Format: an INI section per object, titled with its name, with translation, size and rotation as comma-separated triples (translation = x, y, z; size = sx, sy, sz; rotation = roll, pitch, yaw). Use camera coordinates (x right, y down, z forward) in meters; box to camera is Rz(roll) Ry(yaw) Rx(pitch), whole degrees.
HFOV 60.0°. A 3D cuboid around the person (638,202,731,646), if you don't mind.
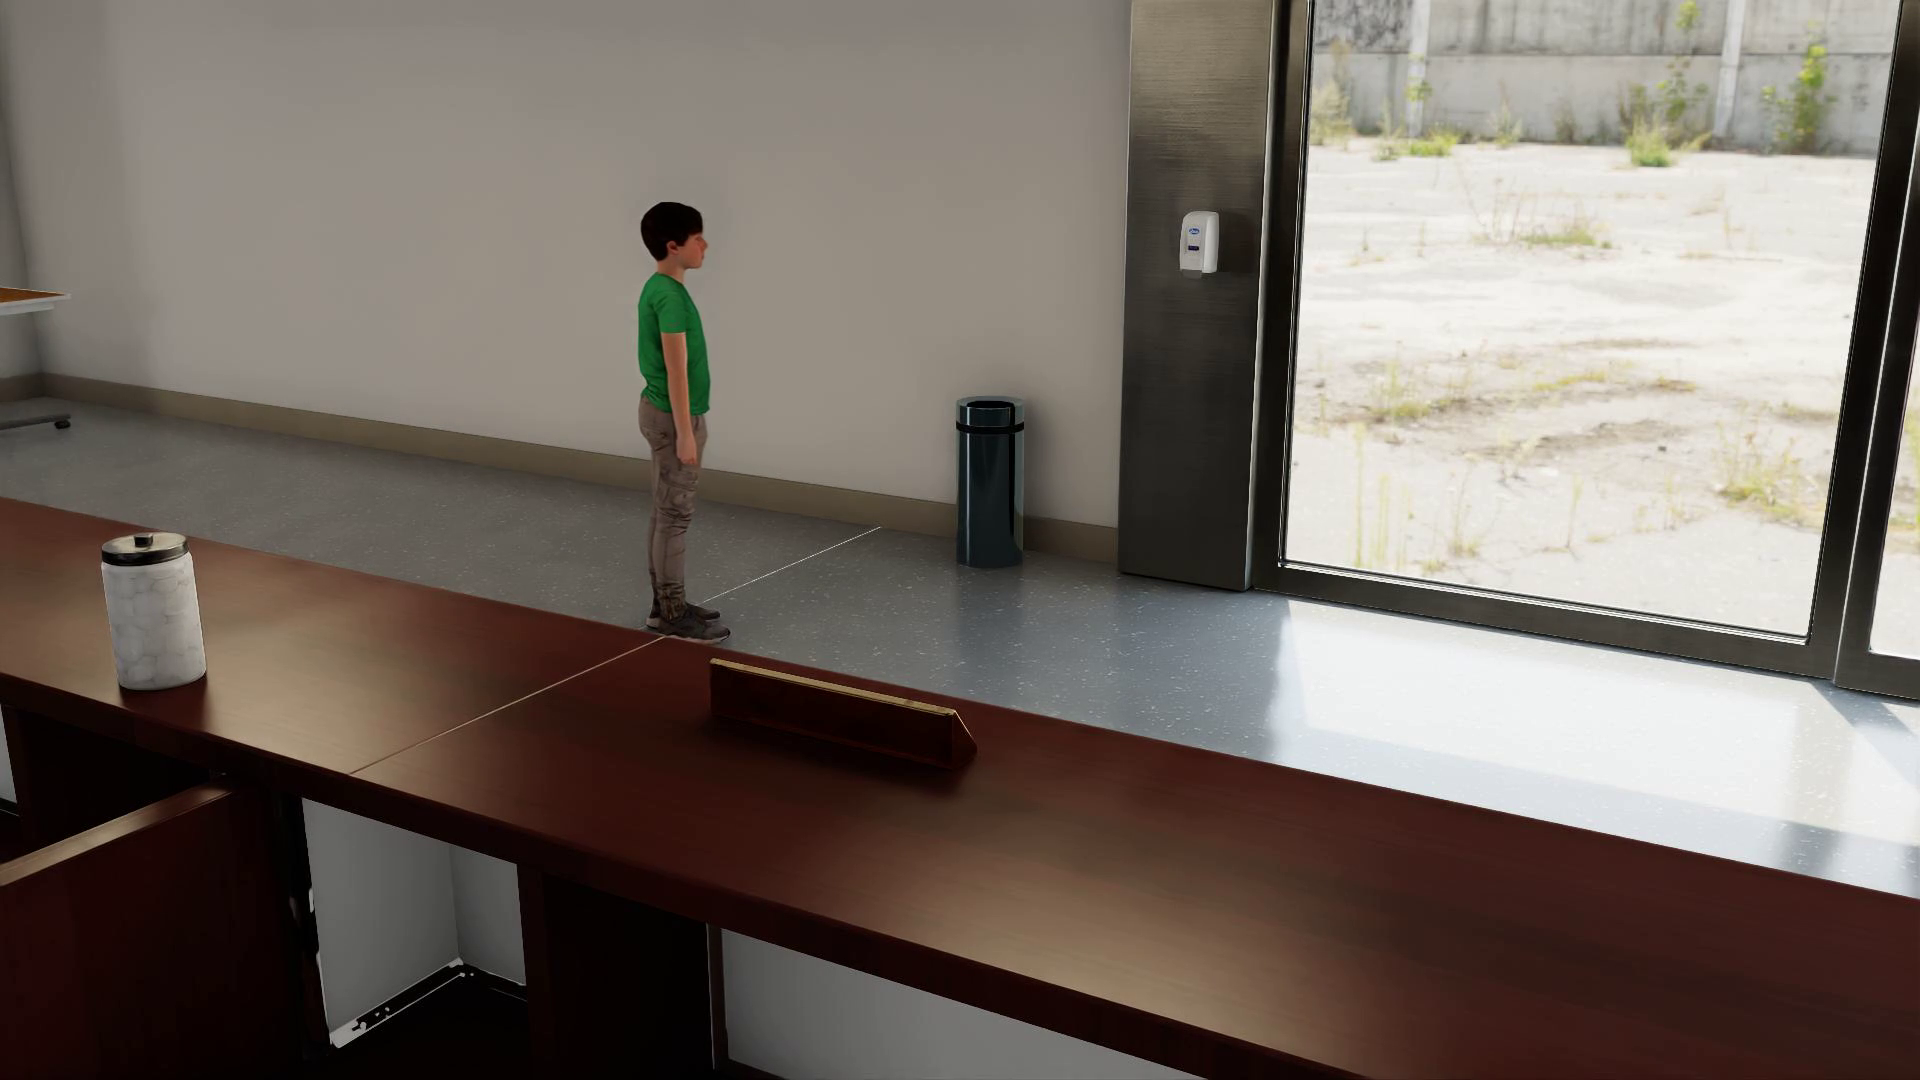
[person]
translation = -1.089, -0.442, 6.274
size = 0.722, 1.651, 0.655
rotation = -3, 16, -12
